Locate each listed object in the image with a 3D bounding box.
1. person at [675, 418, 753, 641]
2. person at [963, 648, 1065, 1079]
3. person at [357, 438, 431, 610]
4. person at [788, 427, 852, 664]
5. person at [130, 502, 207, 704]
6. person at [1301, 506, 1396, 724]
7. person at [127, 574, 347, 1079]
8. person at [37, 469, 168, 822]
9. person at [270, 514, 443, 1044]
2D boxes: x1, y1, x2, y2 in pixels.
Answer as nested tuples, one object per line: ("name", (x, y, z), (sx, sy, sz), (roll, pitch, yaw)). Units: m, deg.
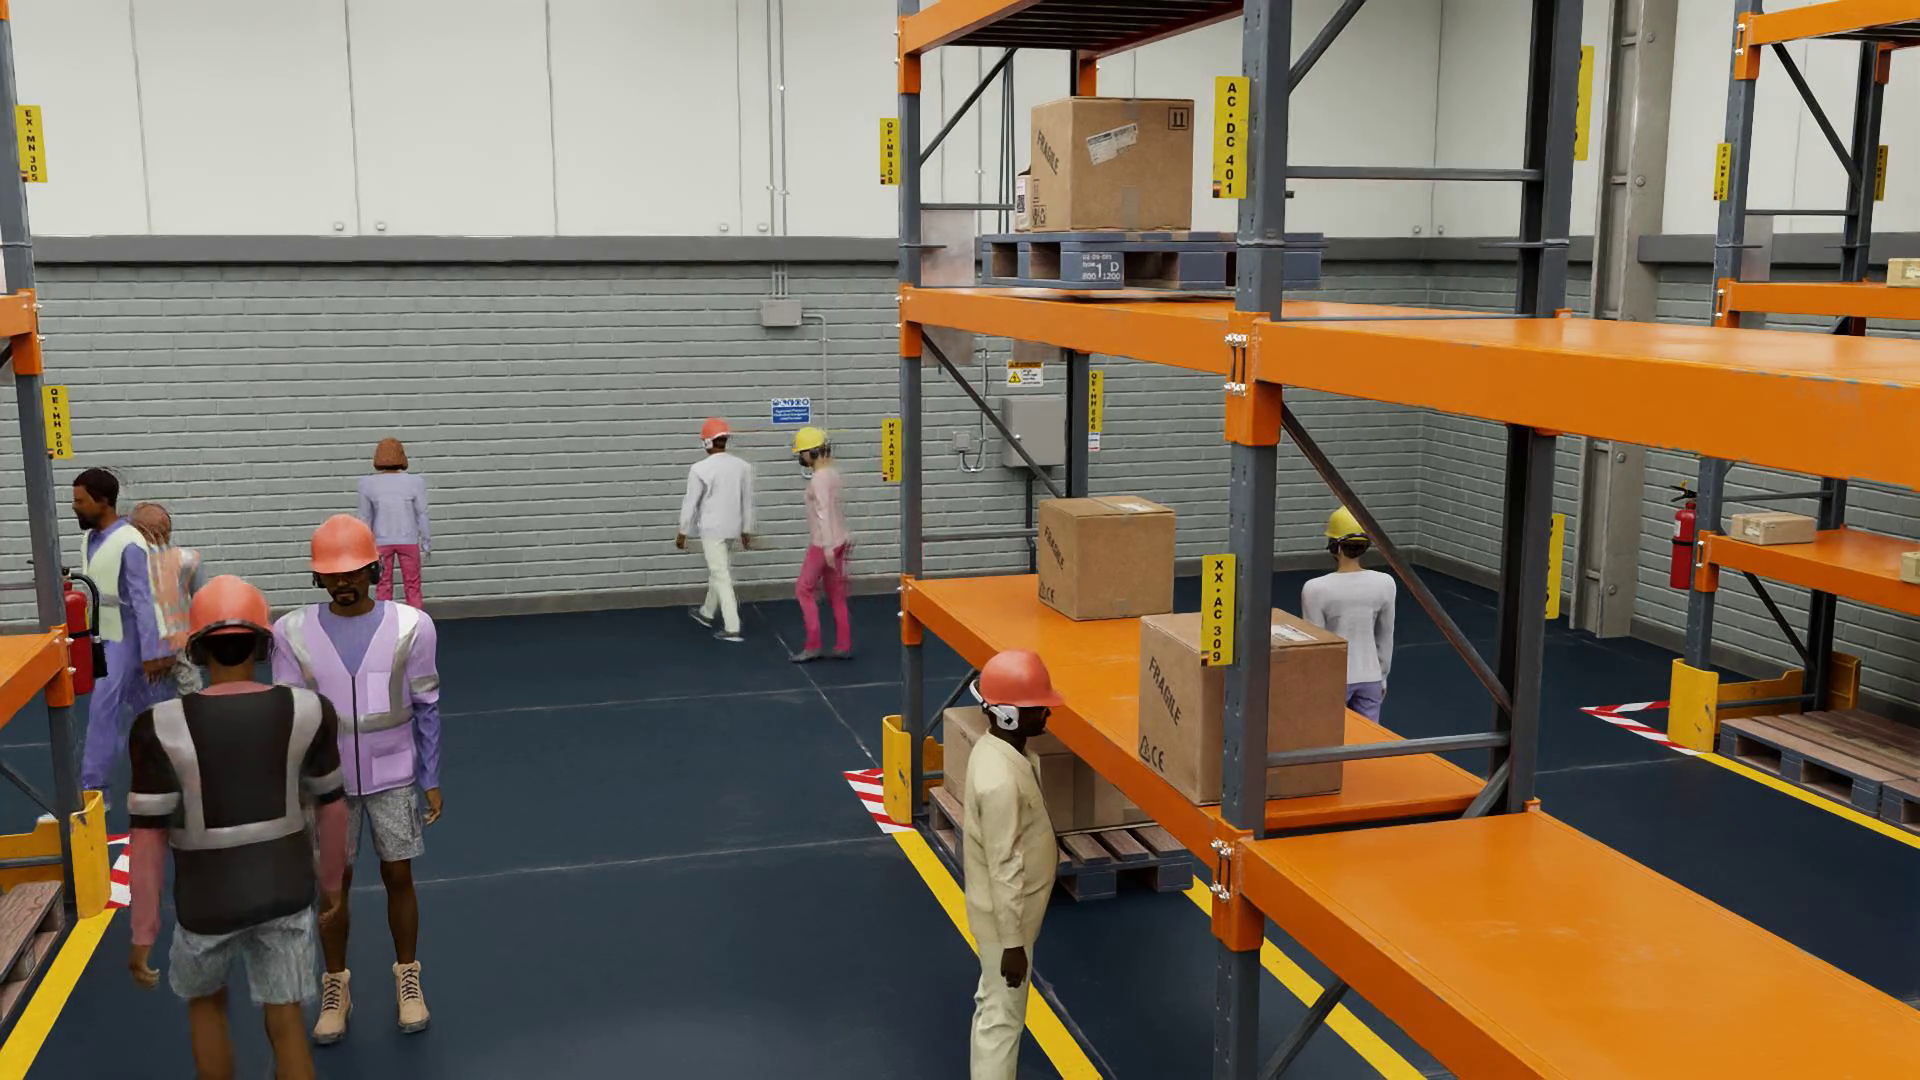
("person", (-1.975, -0.095, 13.029), (0.818, 1.719, 0.572), (7, 12, 37))
("person", (0.175, 1.211, 5.484), (0.329, 1.750, 0.572), (0, 10, -1))
("person", (-4.223, 0.051, 12.447), (0.523, 1.634, 0.281), (-3, 10, -16))
("person", (-1.054, 0.043, 12.218), (0.583, 1.737, 0.534), (2, 10, 9))
("person", (-4.444, 0.602, 9.274), (0.514, 1.645, 0.309), (-6, 11, -29))
("person", (1.917, 0.709, 8.319), (0.522, 1.768, 0.312), (-3, 10, -18))
("person", (-2.280, 1.119, 5.268), (0.692, 2.013, 0.639), (-6, 12, -33))
("person", (-4.567, 0.543, 9.041), (0.950, 1.878, 0.605), (-9, 14, -43))
("person", (-2.298, 0.910, 6.379), (0.611, 2.043, 0.374), (-3, 10, -17))
